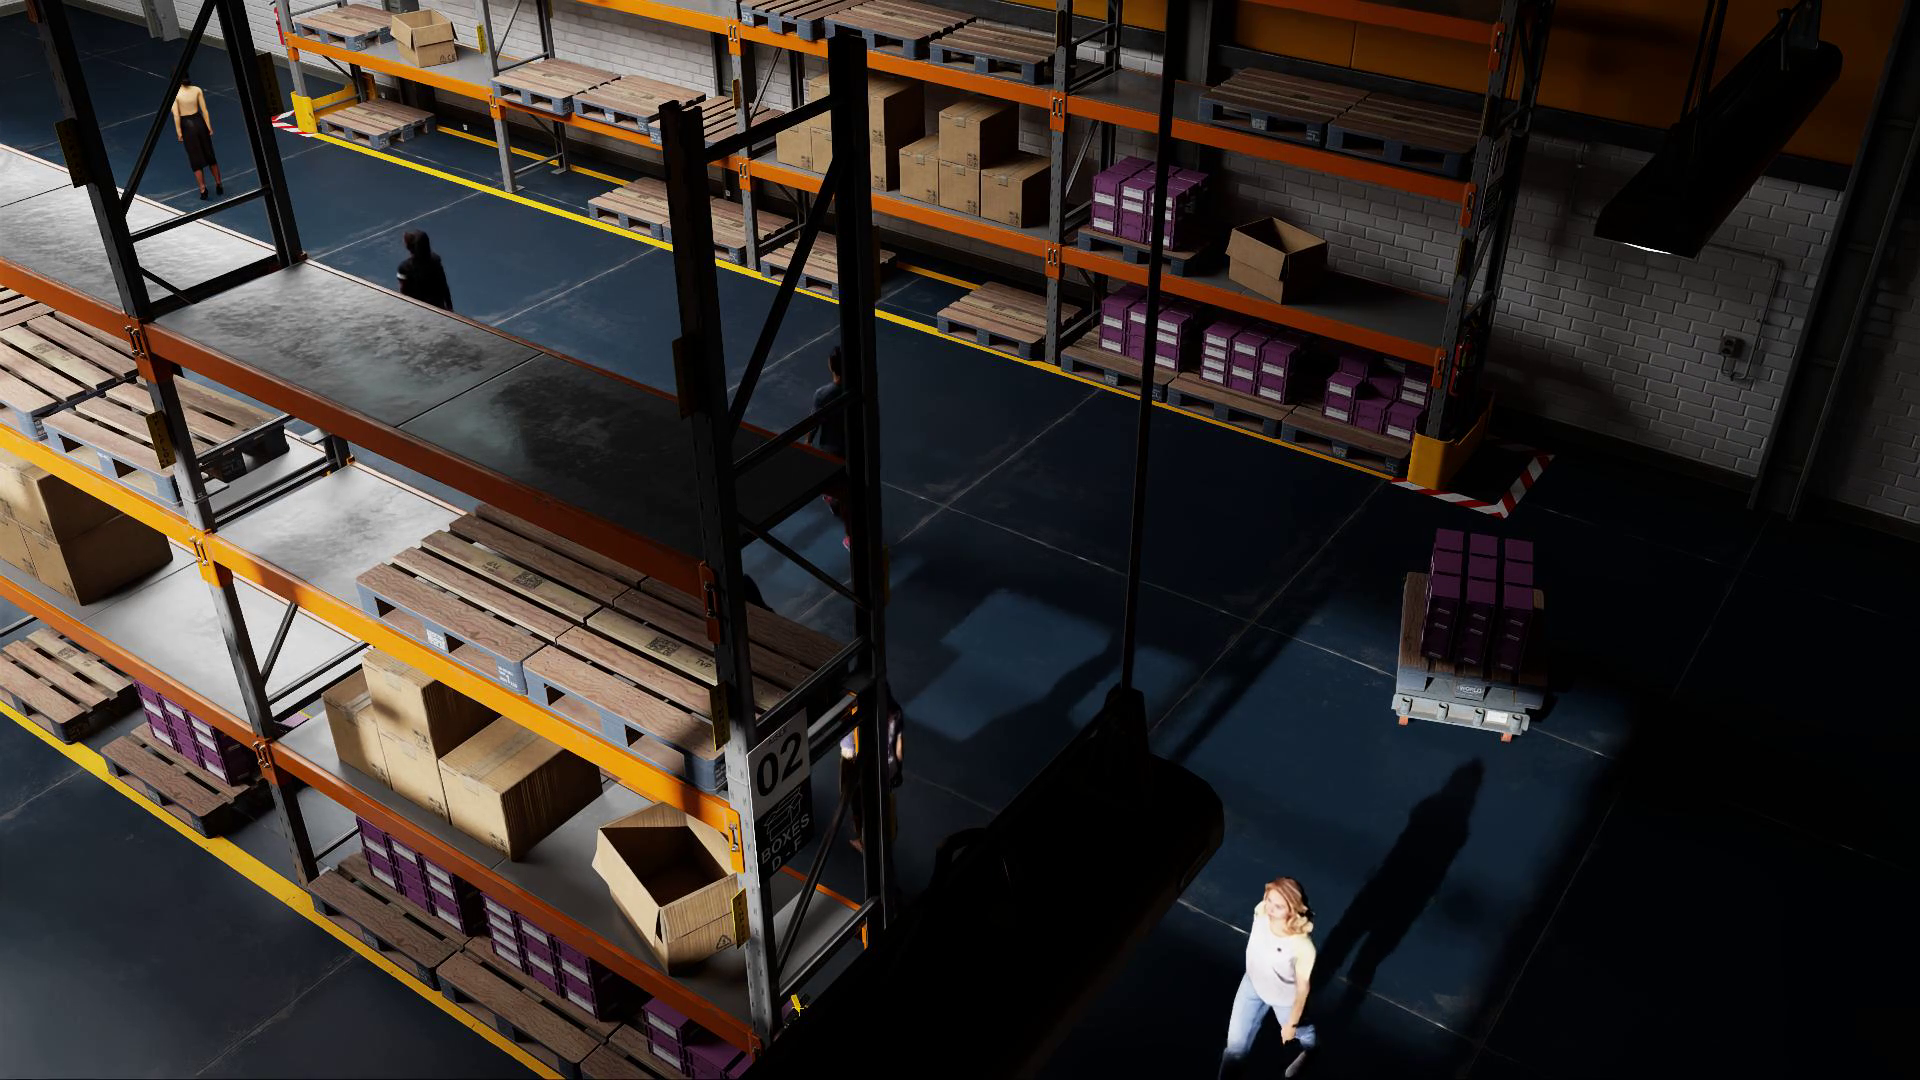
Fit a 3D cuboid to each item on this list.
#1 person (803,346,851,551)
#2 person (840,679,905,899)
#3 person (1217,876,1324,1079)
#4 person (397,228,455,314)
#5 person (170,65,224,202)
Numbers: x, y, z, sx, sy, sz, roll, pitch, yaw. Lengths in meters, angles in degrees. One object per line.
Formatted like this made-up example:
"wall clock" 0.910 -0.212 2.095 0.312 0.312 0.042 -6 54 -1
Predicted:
"person" -0.924 -0.700 13.685 0.965 1.770 1.229 -20 38 -27
"person" -0.522 1.534 10.371 0.820 1.717 1.034 -20 39 -28
"person" 1.793 2.442 9.052 0.963 1.665 1.185 -21 39 -29
"person" -5.035 -2.129 15.915 1.188 1.681 0.713 25 41 33
"person" -9.288 -4.950 20.183 0.612 1.653 0.581 -29 43 -36
